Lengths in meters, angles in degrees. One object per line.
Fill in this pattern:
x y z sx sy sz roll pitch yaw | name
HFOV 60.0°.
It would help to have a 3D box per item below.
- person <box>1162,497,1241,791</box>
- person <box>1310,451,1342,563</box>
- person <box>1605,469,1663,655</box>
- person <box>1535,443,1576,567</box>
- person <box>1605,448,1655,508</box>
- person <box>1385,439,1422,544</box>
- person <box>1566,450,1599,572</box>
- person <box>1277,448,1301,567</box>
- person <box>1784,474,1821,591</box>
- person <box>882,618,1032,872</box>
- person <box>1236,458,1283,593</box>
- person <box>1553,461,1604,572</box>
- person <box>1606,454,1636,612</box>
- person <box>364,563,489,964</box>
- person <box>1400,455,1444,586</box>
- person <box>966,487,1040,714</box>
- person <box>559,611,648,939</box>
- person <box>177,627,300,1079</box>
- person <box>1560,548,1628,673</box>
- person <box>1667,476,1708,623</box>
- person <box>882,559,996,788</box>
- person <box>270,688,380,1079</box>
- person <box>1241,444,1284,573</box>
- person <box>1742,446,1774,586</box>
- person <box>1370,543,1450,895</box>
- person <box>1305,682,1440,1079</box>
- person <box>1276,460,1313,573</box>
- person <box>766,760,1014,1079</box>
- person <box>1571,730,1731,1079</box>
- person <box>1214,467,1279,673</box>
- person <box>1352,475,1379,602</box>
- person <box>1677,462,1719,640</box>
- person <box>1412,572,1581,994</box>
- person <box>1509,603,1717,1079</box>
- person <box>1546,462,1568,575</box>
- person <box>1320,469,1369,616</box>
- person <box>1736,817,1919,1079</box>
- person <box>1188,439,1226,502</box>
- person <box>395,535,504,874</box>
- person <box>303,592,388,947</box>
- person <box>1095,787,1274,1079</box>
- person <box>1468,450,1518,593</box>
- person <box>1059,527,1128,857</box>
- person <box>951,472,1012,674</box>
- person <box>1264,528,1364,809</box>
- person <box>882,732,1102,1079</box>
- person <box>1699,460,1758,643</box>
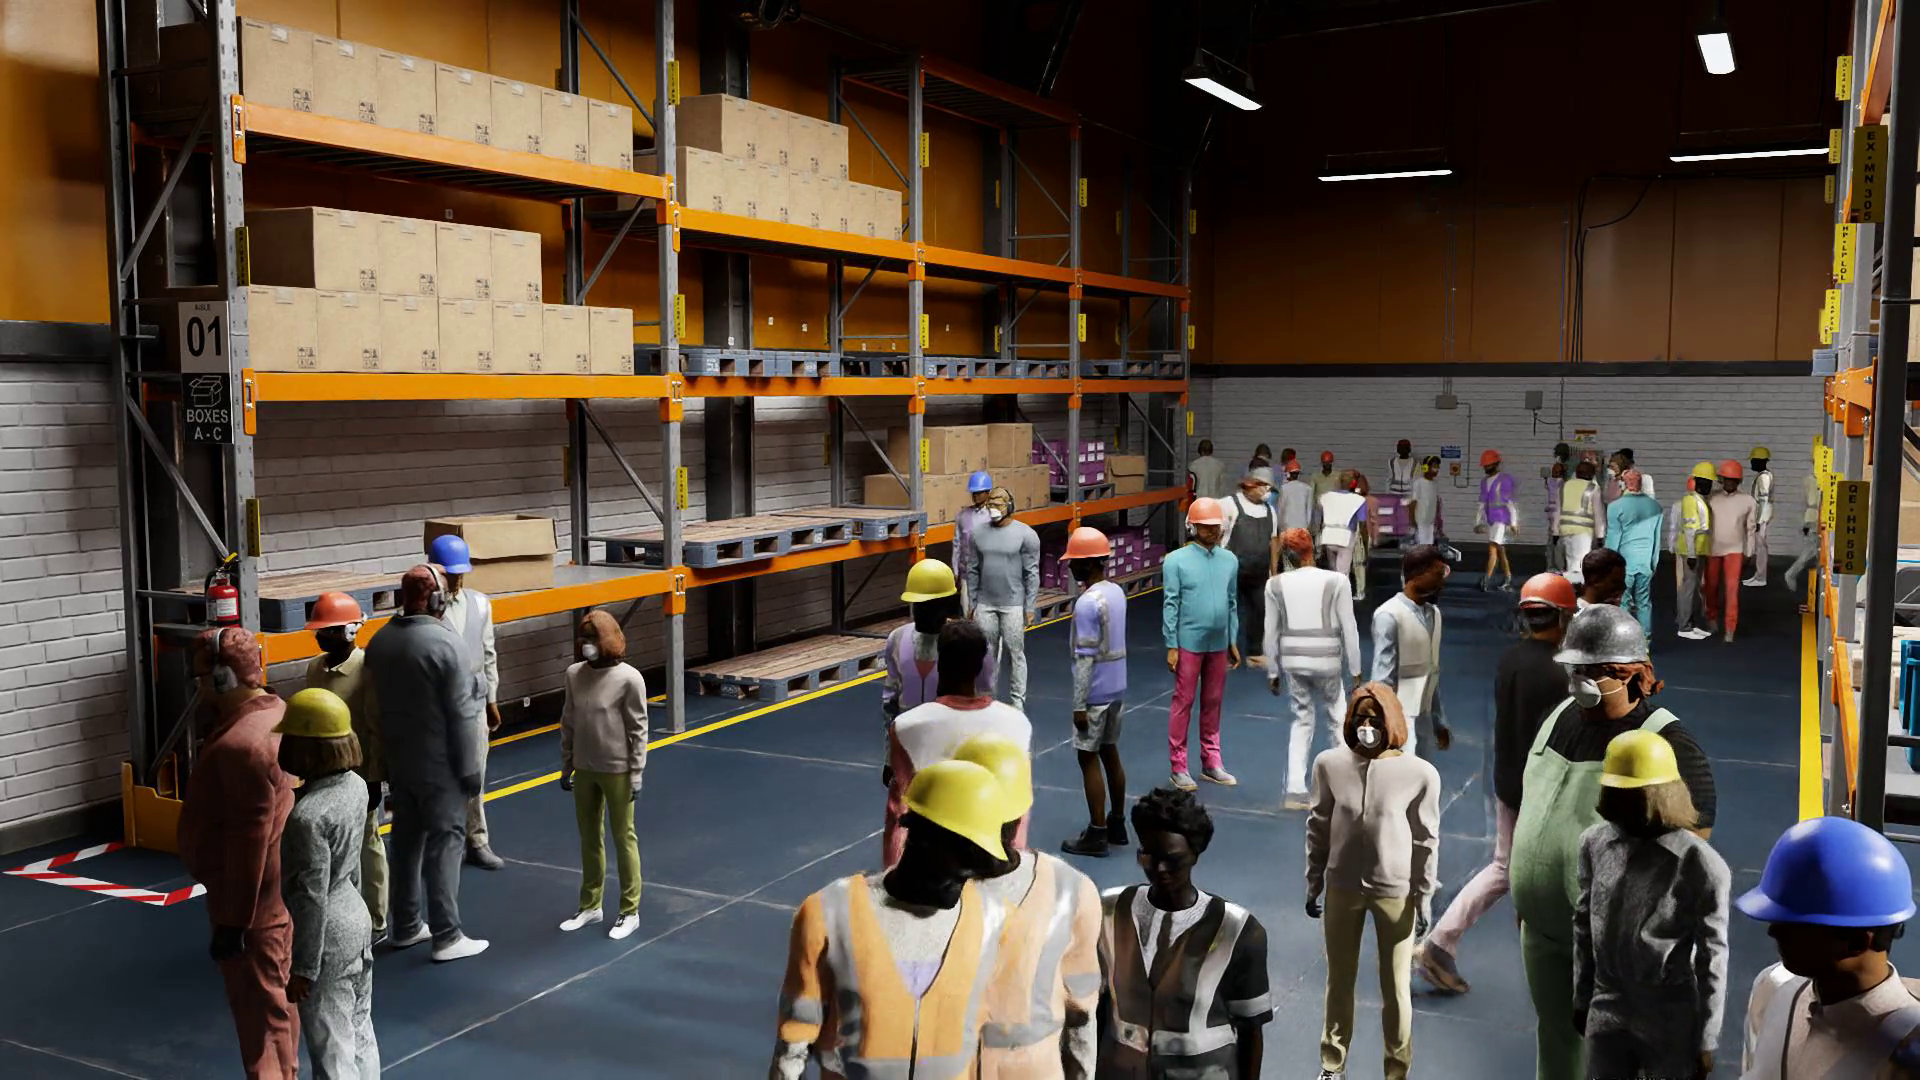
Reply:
1.656 0.702 11.368 0.612 1.995 0.378 -3 6 -28 | person
5.613 -0.492 25.501 0.572 1.748 0.335 3 6 26 | person
6.791 0.233 16.897 0.651 1.904 0.401 -2 6 -18 | person
8.988 -0.513 24.998 0.728 1.893 0.665 1 5 12 | person
8.840 -0.250 21.941 0.421 1.928 0.643 -5 7 -44 | person
7.183 -0.693 26.970 0.584 1.882 0.346 3 6 26 | person
8.279 -0.236 22.012 0.401 1.901 0.642 4 7 39 | person
4.885 -0.472 24.960 0.534 1.810 0.654 -3 6 -29 | person
11.247 -0.216 21.777 0.751 1.898 0.604 -2 6 -17 | person
-0.008 1.236 6.143 0.619 1.892 0.611 -3 6 -32 | person
3.882 -0.167 21.735 0.633 1.810 0.846 0 5 -2 | person
7.761 -0.092 20.969 0.794 1.808 0.650 -4 7 -35 | person
8.018 -0.082 20.186 0.381 1.929 0.628 0 5 1 | person
-2.559 1.061 8.028 0.643 1.902 0.405 4 6 33 | person
6.107 -0.197 21.837 0.535 1.847 0.443 -4 7 -40 | person
0.332 0.534 13.468 0.635 1.938 0.361 3 6 26 | person
-1.791 1.163 8.326 0.507 1.632 0.278 3 6 26 | person
-2.565 1.254 5.938 0.406 1.901 0.639 -1 5 -14 | person
3.304 0.987 8.797 0.388 1.908 0.583 4 7 37 | person
8.512 0.095 19.303 0.587 1.730 0.581 5 7 41 | person
-0.122 1.045 8.052 0.593 1.922 0.384 3 6 27 | person
-2.146 1.361 5.612 0.289 1.746 0.487 0 5 -3 | person
4.395 -0.435 24.117 0.665 1.891 0.963 0 5 1 | person
10.932 -0.324 22.754 0.359 1.930 0.587 3 6 25 | person
2.424 0.962 9.040 0.406 1.912 0.605 5 7 41 | person
1.559 1.349 6.331 0.500 1.633 0.285 2 6 25 | person
4.460 -0.198 22.324 0.561 1.753 0.330 -2 6 -20 | person
-0.158 1.457 4.039 0.669 1.855 0.661 -1 5 -15 | person
2.043 1.424 5.001 0.352 1.734 0.502 -4 7 -36 | person
2.738 0.256 15.919 0.768 2.000 0.534 -2 6 -20 | person
5.034 -0.018 21.172 0.504 1.611 0.647 5 7 44 | person
8.022 0.114 18.081 0.383 1.922 0.587 4 7 38 | person
2.532 1.105 7.423 0.987 1.945 0.606 -1 5 -12 | person
2.096 1.221 5.543 0.538 2.000 0.683 -3 6 -30 | person
8.685 -0.309 24.120 0.307 1.643 0.514 -1 5 -8 | person
4.401 0.094 18.975 0.581 1.789 0.917 5 7 41 | person
1.683 1.485 3.198 0.402 1.943 0.609 -1 5 -10 | person
3.733 -0.564 25.290 0.629 1.940 0.379 -2 6 -17 | person
-2.847 0.928 9.290 0.421 1.932 0.623 4 7 38 | person
-3.024 1.121 8.139 0.563 1.751 0.330 3 6 29 | person
0.554 1.493 4.443 0.541 1.696 0.315 3 6 26 | person
7.021 -0.250 22.083 0.872 1.896 0.570 -2 6 -18 | person
0.774 0.885 9.771 0.390 1.929 0.549 3 6 28 | person
0.194 0.331 15.699 0.628 1.939 0.428 2 6 22 | person
2.322 0.833 10.879 0.657 1.826 0.759 3 6 27 | person
0.073 1.404 4.302 0.591 1.901 0.861 1 5 8 | person
8.323 0.099 18.108 0.612 1.966 0.967 3 6 27 | person
